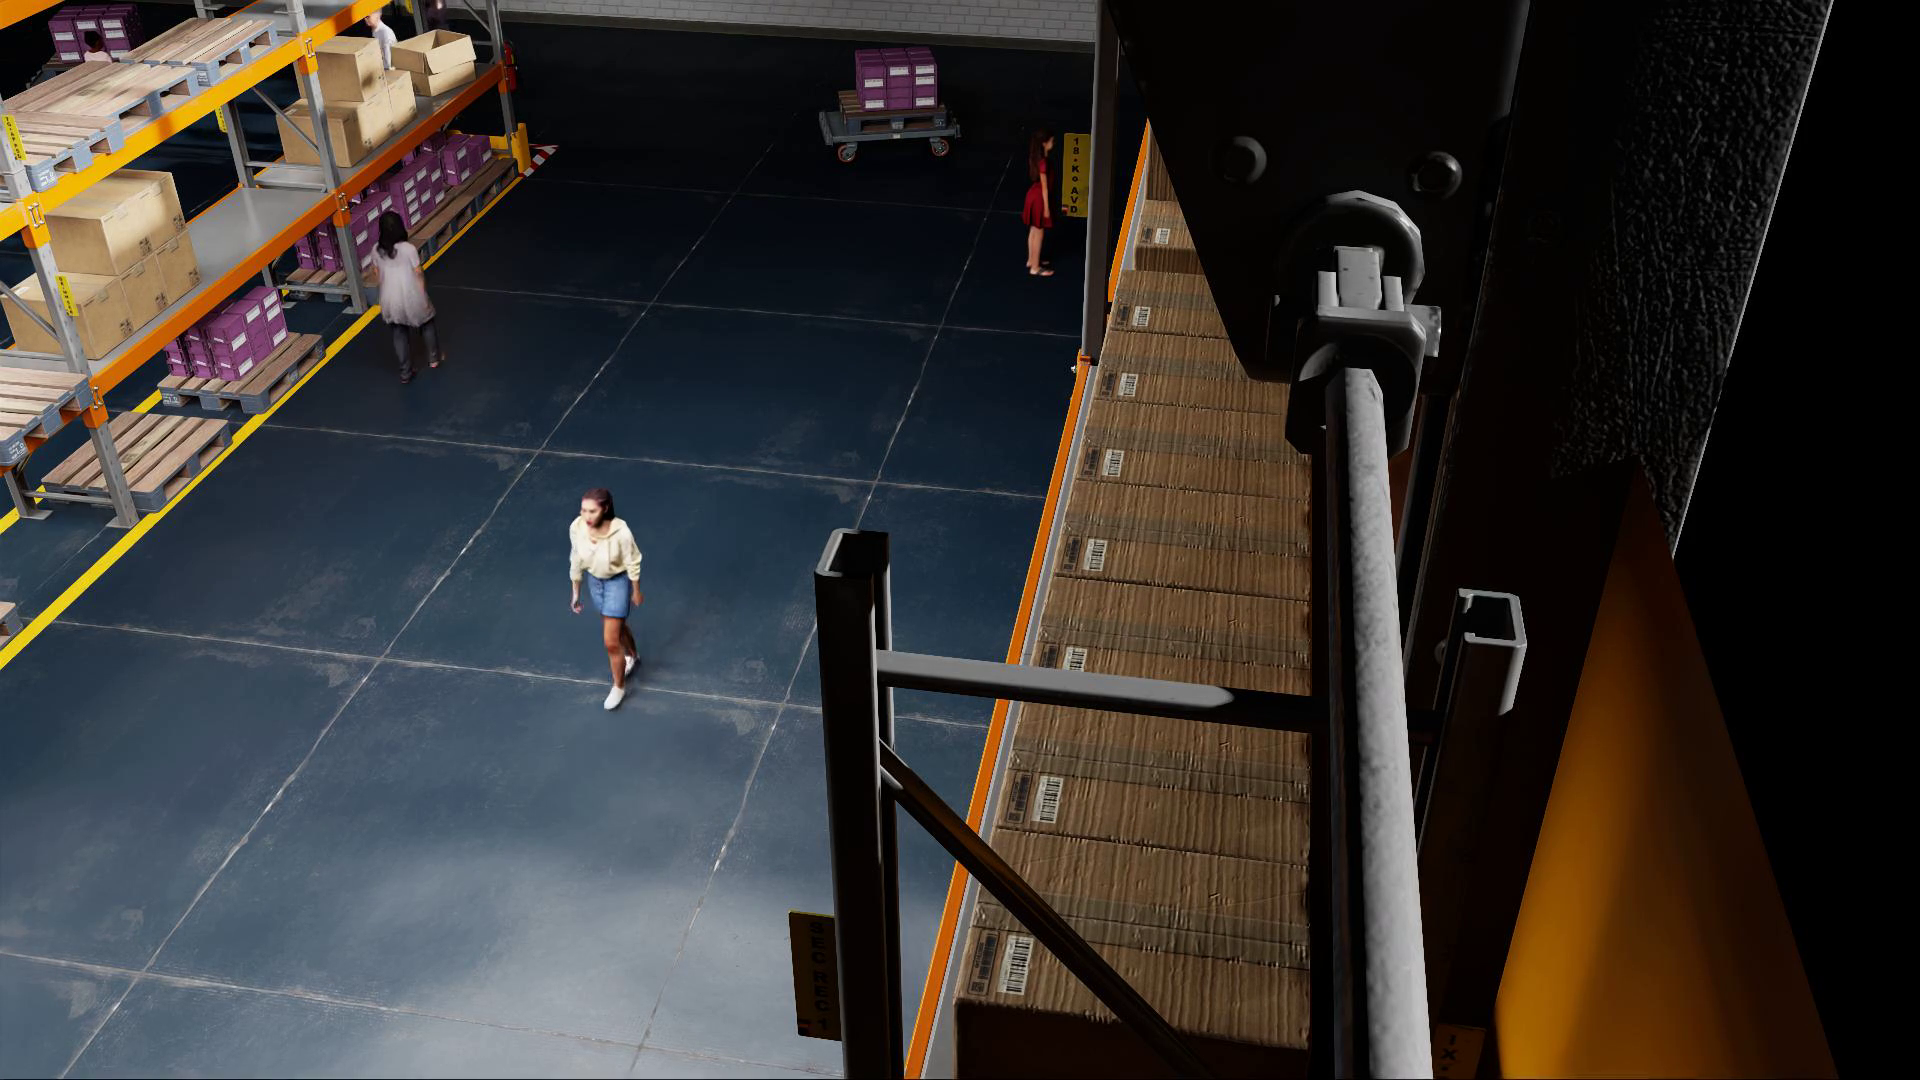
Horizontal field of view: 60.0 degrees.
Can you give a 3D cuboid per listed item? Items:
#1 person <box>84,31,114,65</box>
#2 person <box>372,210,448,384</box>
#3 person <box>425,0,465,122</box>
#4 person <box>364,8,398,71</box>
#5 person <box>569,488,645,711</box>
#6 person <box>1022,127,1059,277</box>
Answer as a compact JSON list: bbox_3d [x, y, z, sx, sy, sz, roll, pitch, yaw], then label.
[{"bbox_3d":[-10.405,-5.510,20.294,0.551,1.442,0.508,8,34,11],"label":"person"},{"bbox_3d":[-5.095,-2.176,15.148,0.666,1.586,0.809,3,34,5],"label":"person"},{"bbox_3d":[-6.629,-6.182,21.006,0.677,1.773,0.703,7,34,10],"label":"person"},{"bbox_3d":[-6.835,-5.630,20.157,1.170,1.794,1.065,-23,40,-31],"label":"person"},{"bbox_3d":[-2.358,0.296,11.412,0.754,1.606,0.920,15,36,21],"label":"person"},{"bbox_3d":[0.830,-3.512,17.188,0.692,1.553,0.630,-5,34,-8],"label":"person"}]
